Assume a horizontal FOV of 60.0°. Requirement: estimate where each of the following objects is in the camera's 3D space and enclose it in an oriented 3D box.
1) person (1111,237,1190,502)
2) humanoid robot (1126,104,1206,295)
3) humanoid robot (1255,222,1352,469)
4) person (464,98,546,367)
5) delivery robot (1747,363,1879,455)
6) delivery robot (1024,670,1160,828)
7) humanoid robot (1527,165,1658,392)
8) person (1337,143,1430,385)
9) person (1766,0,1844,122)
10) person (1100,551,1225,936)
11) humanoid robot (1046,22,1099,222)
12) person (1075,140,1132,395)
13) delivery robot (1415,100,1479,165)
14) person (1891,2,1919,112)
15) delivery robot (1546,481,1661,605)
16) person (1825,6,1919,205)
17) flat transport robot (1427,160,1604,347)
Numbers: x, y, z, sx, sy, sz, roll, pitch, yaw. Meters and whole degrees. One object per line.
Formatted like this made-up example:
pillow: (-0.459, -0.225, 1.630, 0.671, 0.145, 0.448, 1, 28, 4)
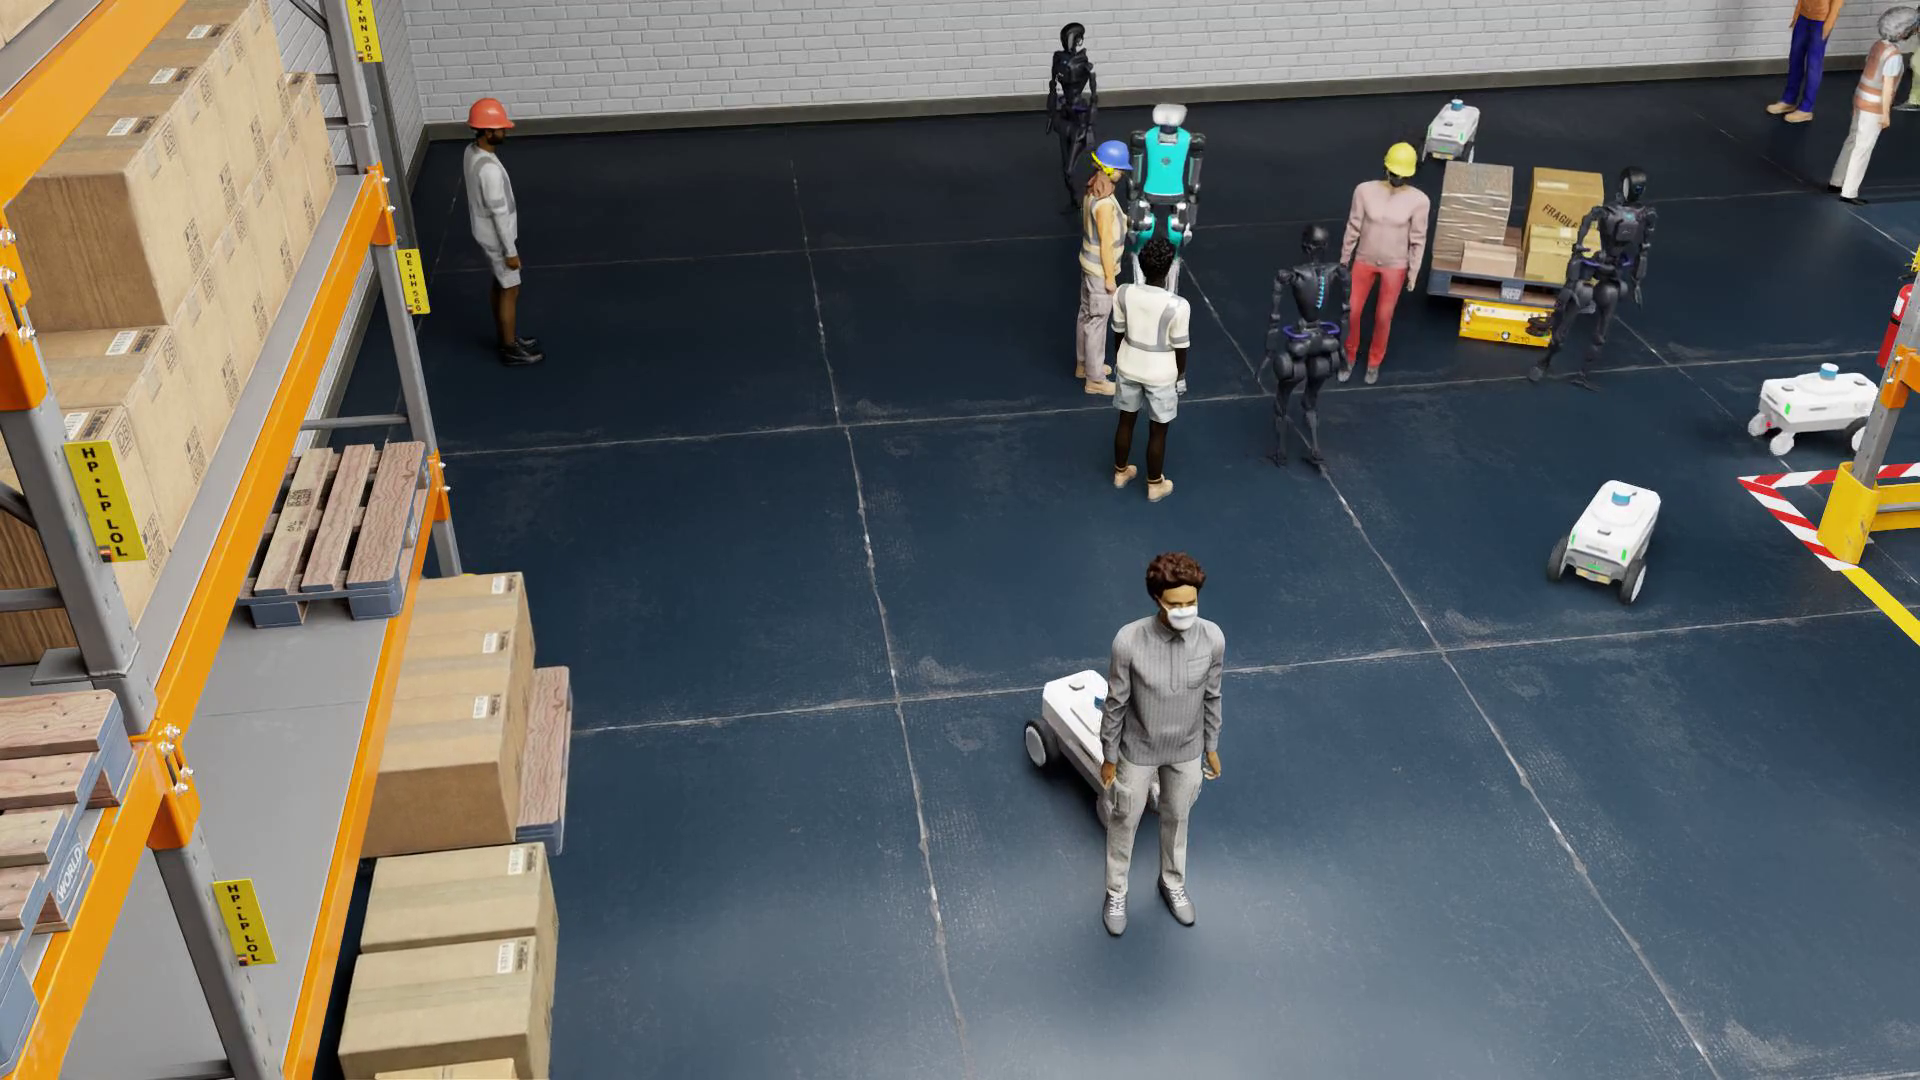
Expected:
person: (1.147, -1.028, 10.126, 0.531, 1.694, 0.319, 22, 39, 30)
humanoid robot: (1.474, -2.380, 12.126, 0.530, 1.753, 0.678, 4, 33, 6)
humanoid robot: (2.162, -1.189, 10.386, 0.614, 1.643, 0.358, -9, 34, -13)
person: (-3.194, -2.130, 11.607, 0.388, 1.926, 0.546, -16, 36, -23)
delivery robot: (5.638, -0.883, 10.922, 0.750, 0.570, 0.499, -5, 33, -7)
delivery robot: (0.680, 0.971, 8.116, 0.499, 0.608, 0.797, -15, 36, -22)
humanoid robot: (4.323, -1.784, 11.303, 0.619, 1.648, 0.453, -4, 33, -6)
person: (2.848, -1.847, 11.330, 0.570, 1.744, 0.491, 12, 35, 17)
person: (8.248, -5.054, 16.043, 0.405, 1.972, 0.520, -9, 34, -13)
person: (0.844, 0.859, 7.044, 0.533, 1.902, 0.395, -5, 34, -8)
humanoid robot: (0.939, -3.518, 13.955, 0.417, 1.643, 0.608, -24, 40, -32)
person: (0.974, -1.854, 11.317, 0.320, 1.772, 0.467, -5, 33, -7)
delivery robot: (4.529, -3.737, 15.331, 0.499, 0.610, 0.788, 15, 36, 22)
person: (9.475, -5.032, 16.231, 0.429, 1.717, 0.589, 2, 33, 3)
delivery robot: (3.769, -0.016, 9.630, 0.499, 0.611, 0.814, 21, 38, 28)
person: (7.825, -3.719, 14.251, 0.314, 1.686, 0.473, 1, 33, 1)
flat transport robot: (4.201, -1.892, 12.752, 0.659, 0.231, 1.431, 9, 34, 14)
